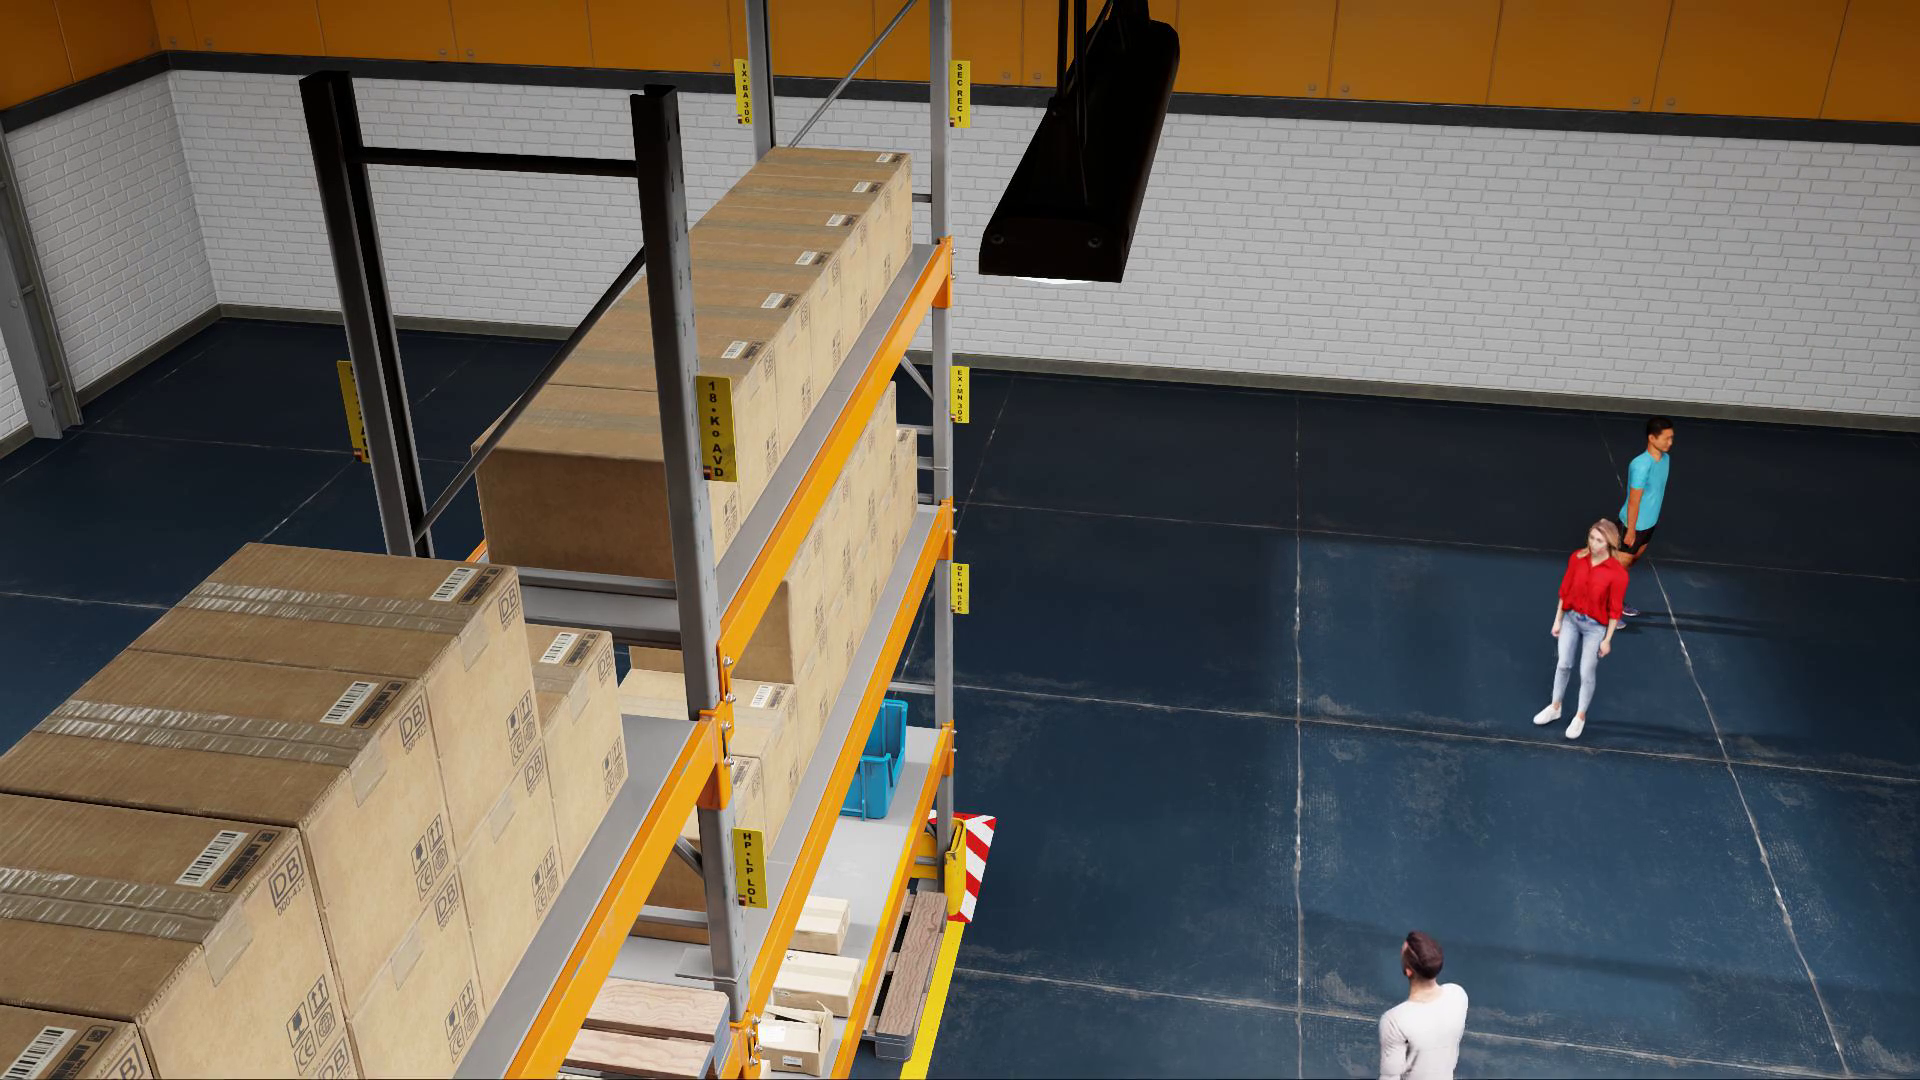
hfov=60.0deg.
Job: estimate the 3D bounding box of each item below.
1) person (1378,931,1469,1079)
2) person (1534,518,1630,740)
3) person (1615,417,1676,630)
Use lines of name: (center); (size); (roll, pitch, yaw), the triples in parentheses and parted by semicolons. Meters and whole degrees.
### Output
person: (2.205, 2.694, 7.863); (1.074, 1.792, 1.257); (-10, 30, -17)
person: (4.429, 0.612, 11.772); (0.707, 1.705, 0.686); (-24, 37, -37)
person: (5.331, -0.156, 13.106); (0.749, 1.774, 0.636); (24, 37, 37)
